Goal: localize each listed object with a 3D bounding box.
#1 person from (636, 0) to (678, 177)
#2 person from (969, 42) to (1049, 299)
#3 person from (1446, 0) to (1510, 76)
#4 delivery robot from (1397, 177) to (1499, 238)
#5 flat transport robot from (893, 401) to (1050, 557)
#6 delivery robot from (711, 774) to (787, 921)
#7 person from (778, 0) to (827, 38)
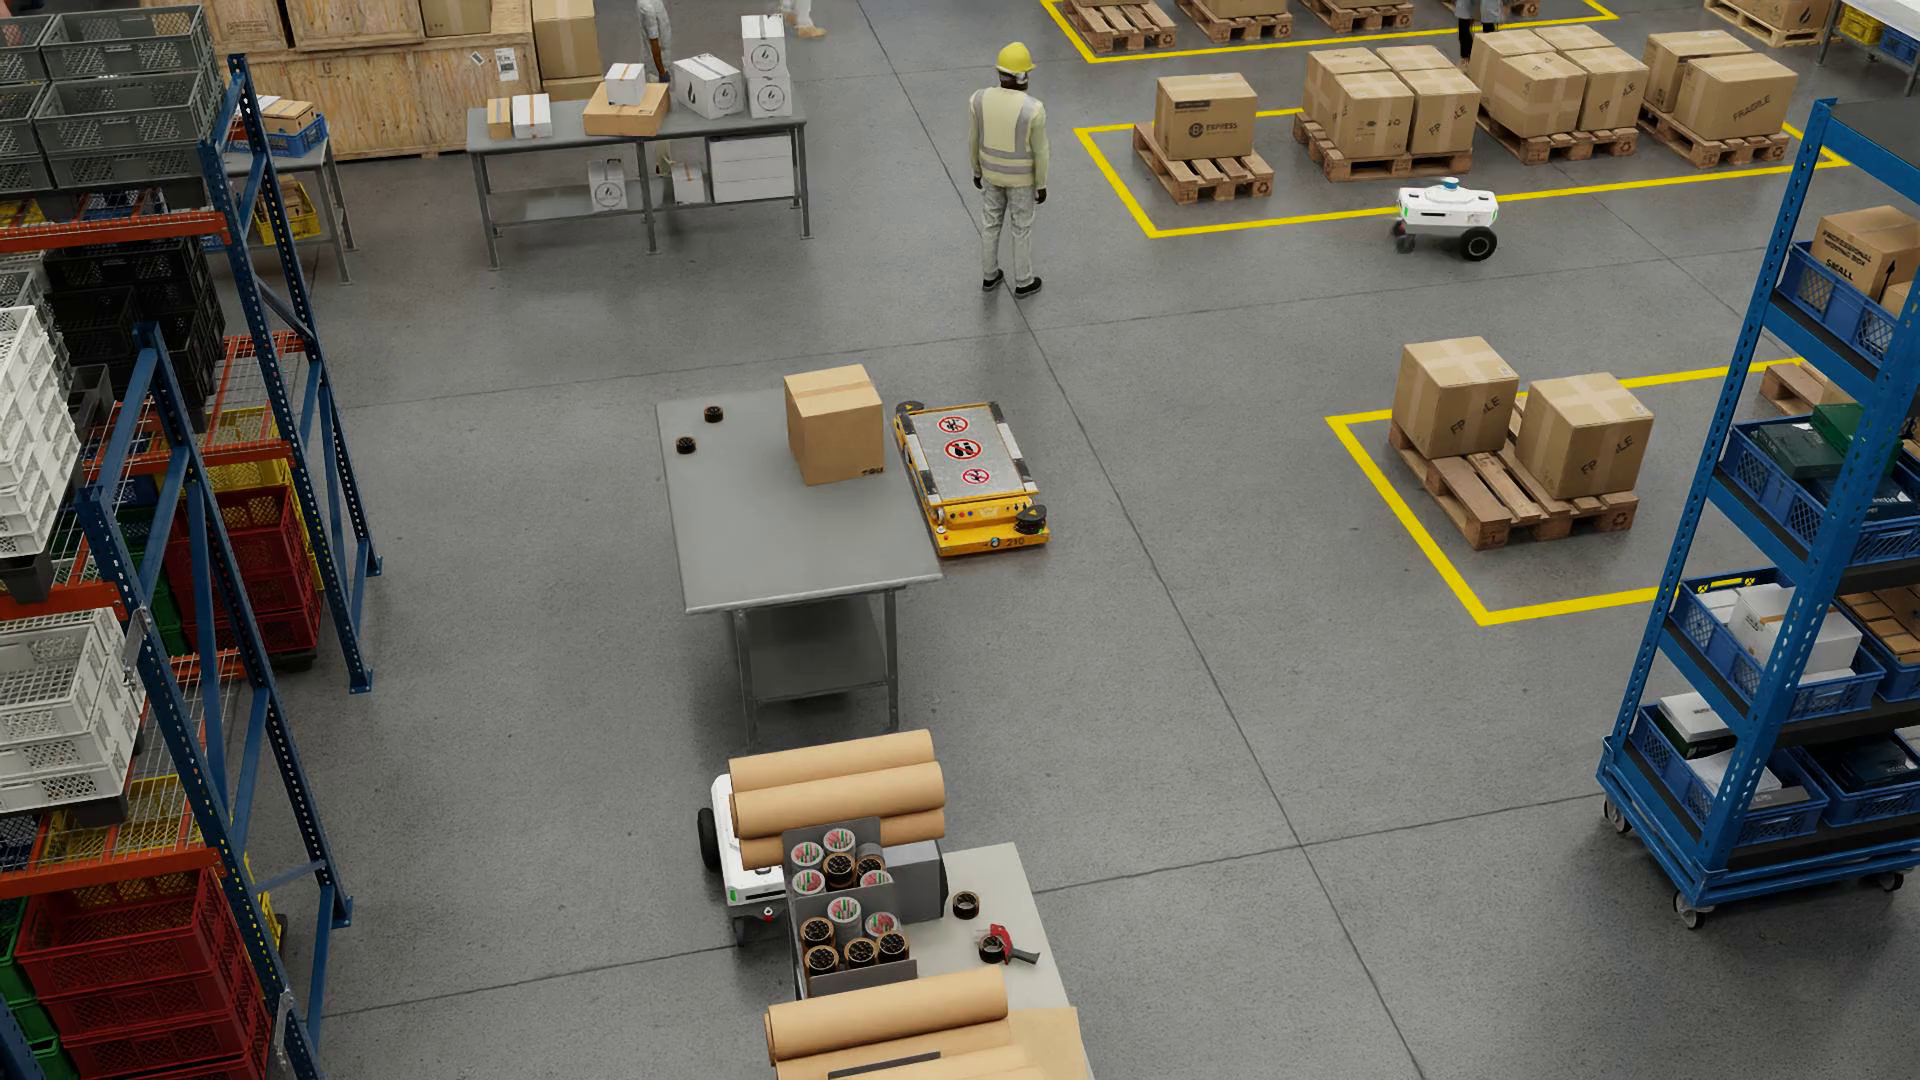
[{"bbox_3d":[-2.363,-3.737,13.220,0.328,1.877,0.513,-8,37,-11],"label":"person"},{"bbox_3d":[0.356,-2.591,11.715,0.597,1.828,0.403,18,40,23],"label":"person"},{"bbox_3d":[4.705,-4.981,15.063,0.599,1.658,0.405,25,43,29],"label":"person"},{"bbox_3d":[3.678,-2.503,12.582,0.707,0.478,0.477,3,37,4],"label":"delivery robot"},{"bbox_3d":[0.046,-0.430,10.108,0.652,0.197,1.431,-8,37,-10],"label":"flat transport robot"},{"bbox_3d":[-0.905,1.343,7.414,0.477,0.478,0.707,-8,37,-10],"label":"delivery robot"},{"bbox_3d":[-1.563,-5.751,15.973,0.429,1.831,0.660,-7,37,-10],"label":"person"}]
